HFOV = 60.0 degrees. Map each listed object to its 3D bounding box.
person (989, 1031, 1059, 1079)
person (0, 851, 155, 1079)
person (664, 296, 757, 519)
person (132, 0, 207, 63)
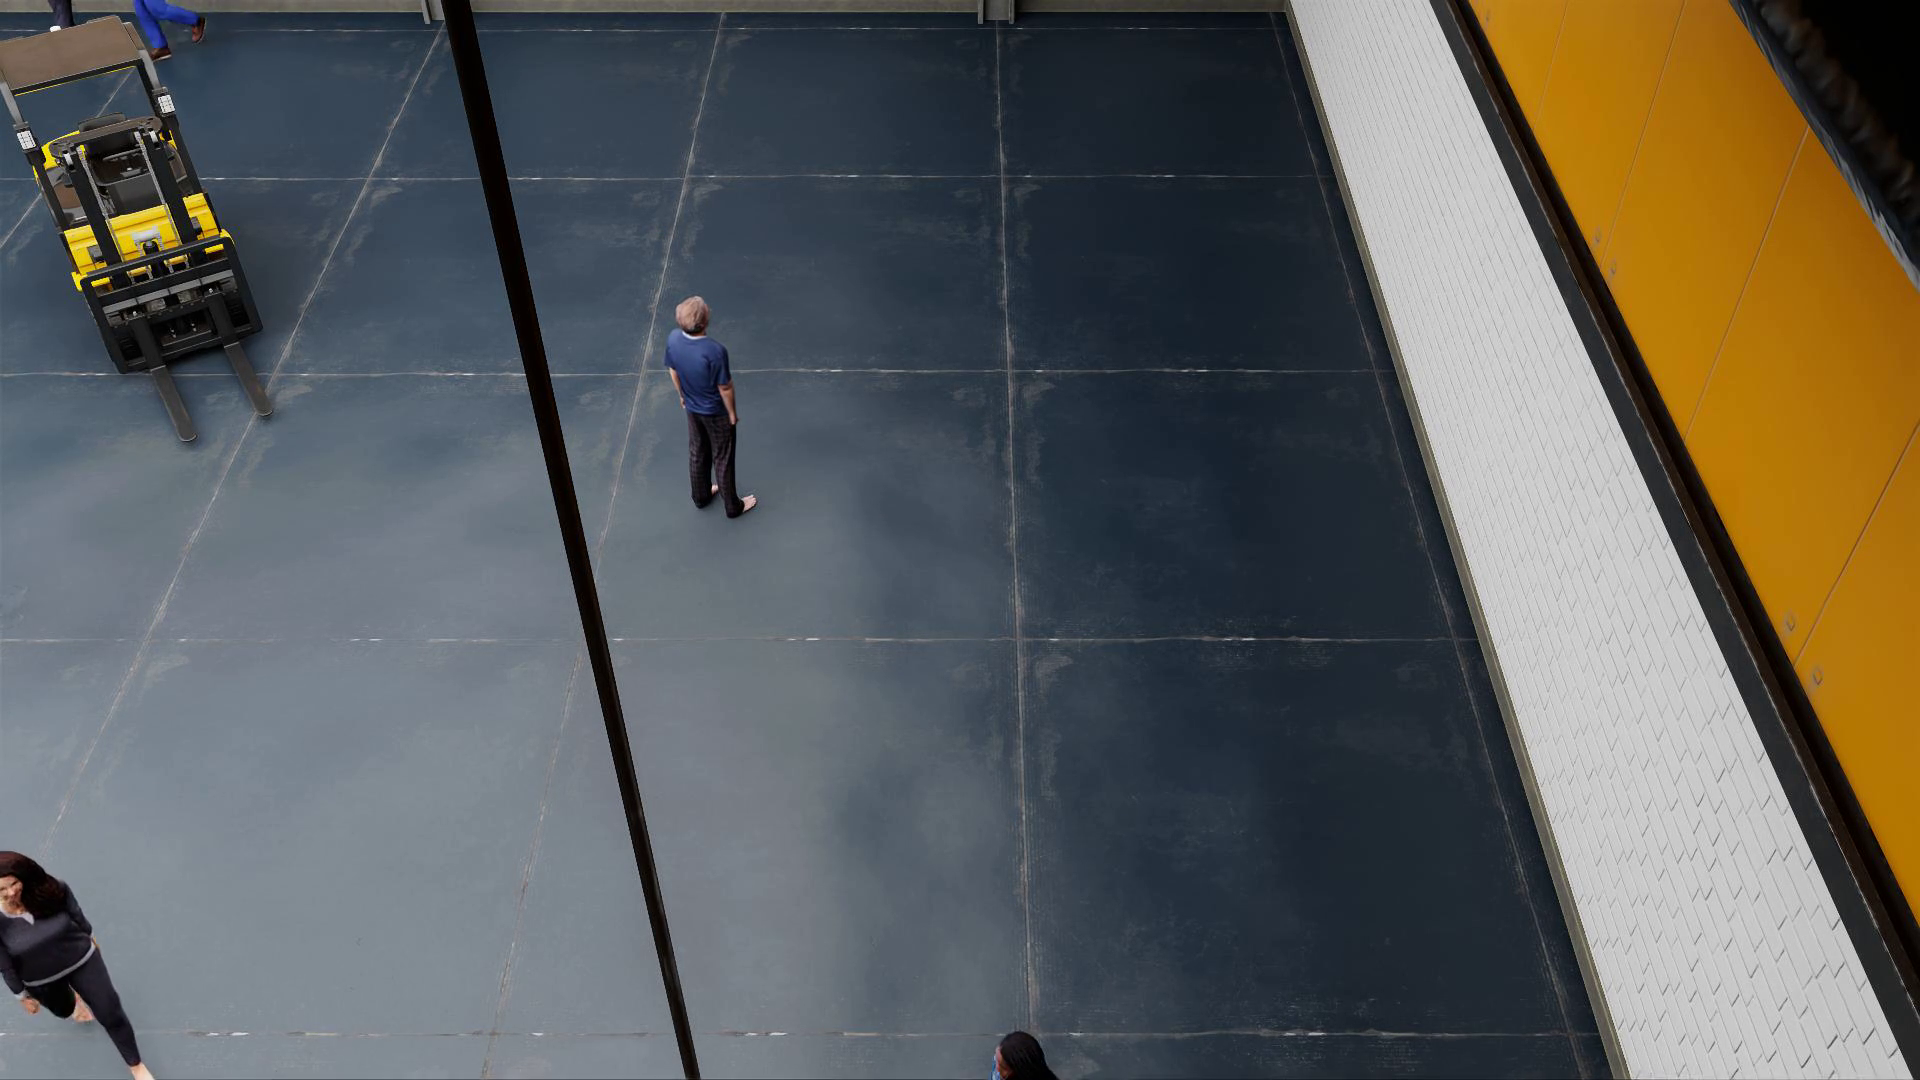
[{"bbox_3d":[0.440,2.800,7.998,1.178,1.676,1.001,-28,50,-27],"label":"person"},{"bbox_3d":[-4.714,2.166,8.619,1.105,1.737,1.141,-32,52,-29],"label":"person"},{"bbox_3d":[-1.788,-0.937,11.779,0.660,1.872,0.799,20,47,20],"label":"person"},{"bbox_3d":[-8.225,-5.765,16.868,1.094,1.843,1.063,-34,53,-30],"label":"person"}]
